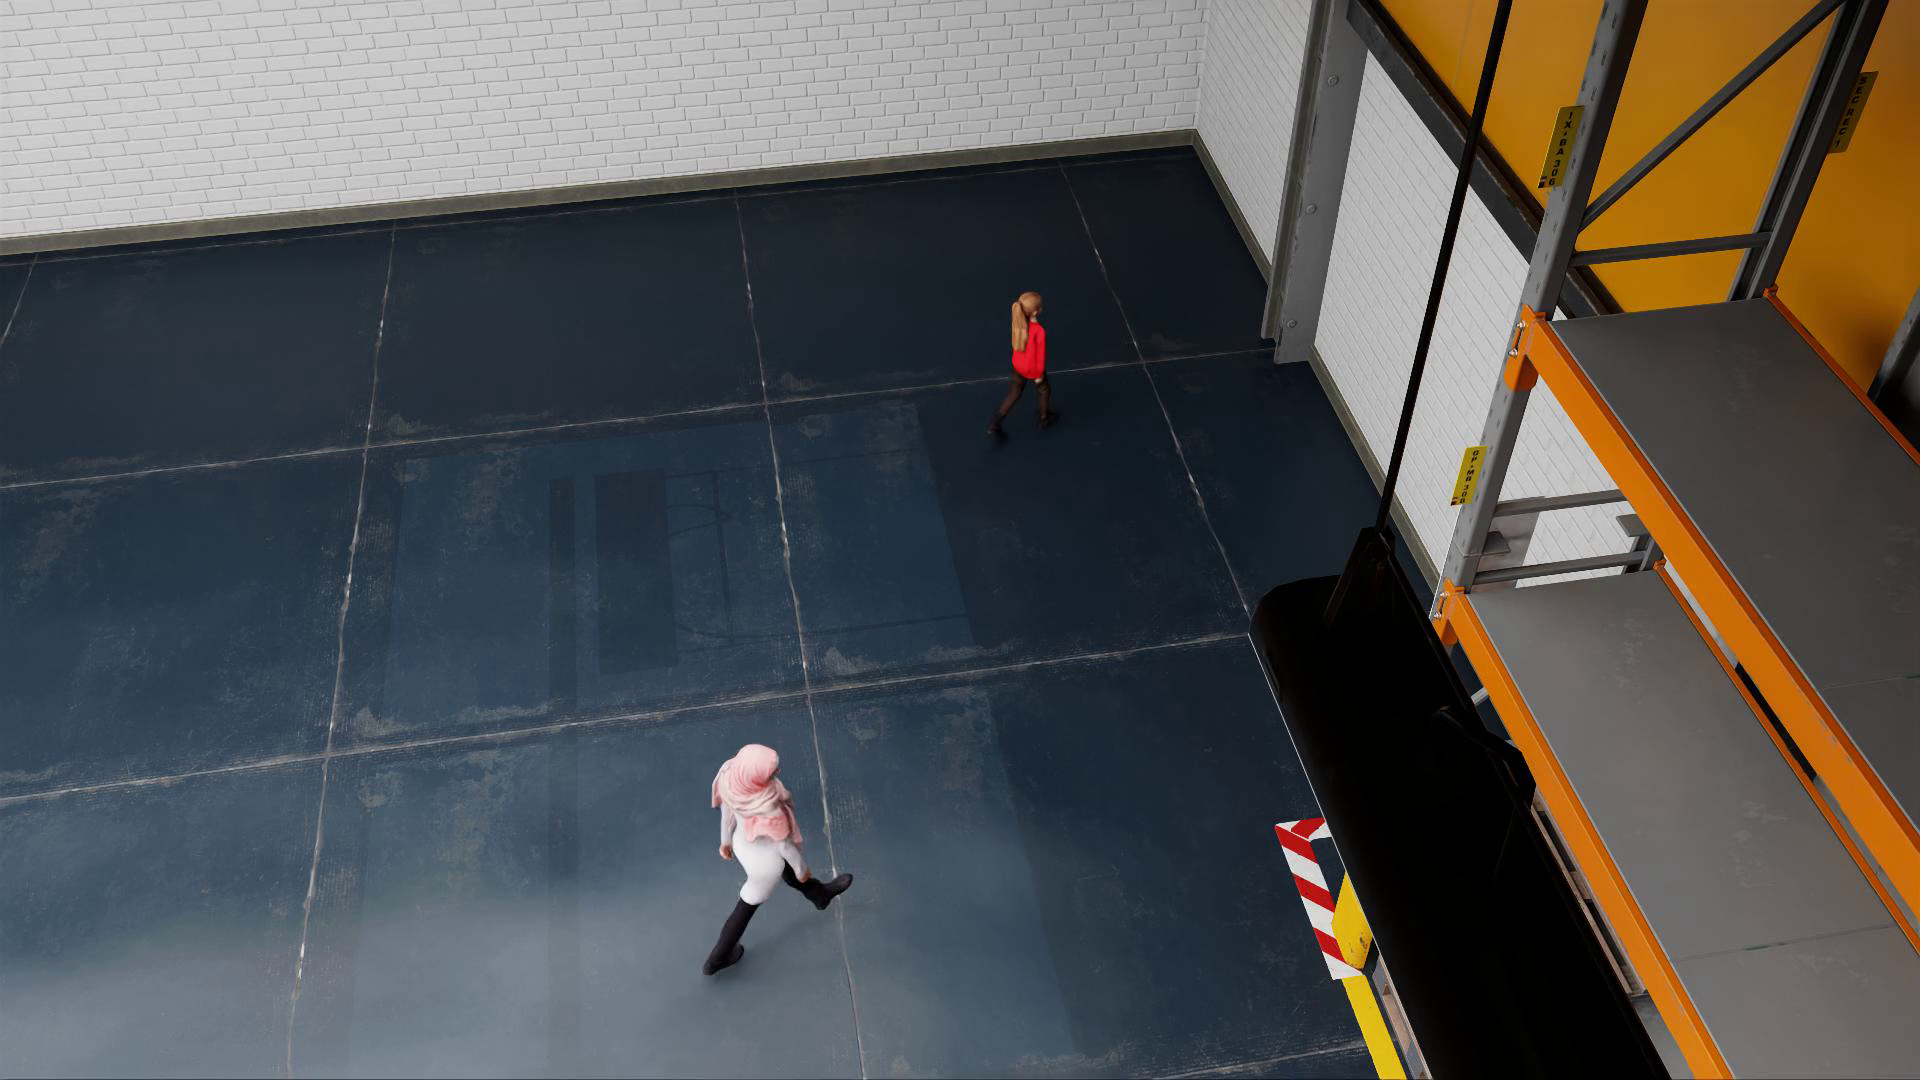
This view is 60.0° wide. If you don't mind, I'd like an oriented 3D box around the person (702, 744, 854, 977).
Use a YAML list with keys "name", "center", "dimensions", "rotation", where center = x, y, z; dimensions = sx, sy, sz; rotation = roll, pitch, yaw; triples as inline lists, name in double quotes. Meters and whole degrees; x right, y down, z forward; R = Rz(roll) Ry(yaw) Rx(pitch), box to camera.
- name: "person"
  center: [-1.111, 1.718, 8.672]
  dimensions: [1.085, 1.739, 1.232]
  rotation: [-30, 51, -28]

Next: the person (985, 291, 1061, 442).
- name: "person"
  center: [0.456, -1.246, 12.129]
  dimensions: [0.830, 1.262, 0.891]
  rotation: [-30, 51, -28]
